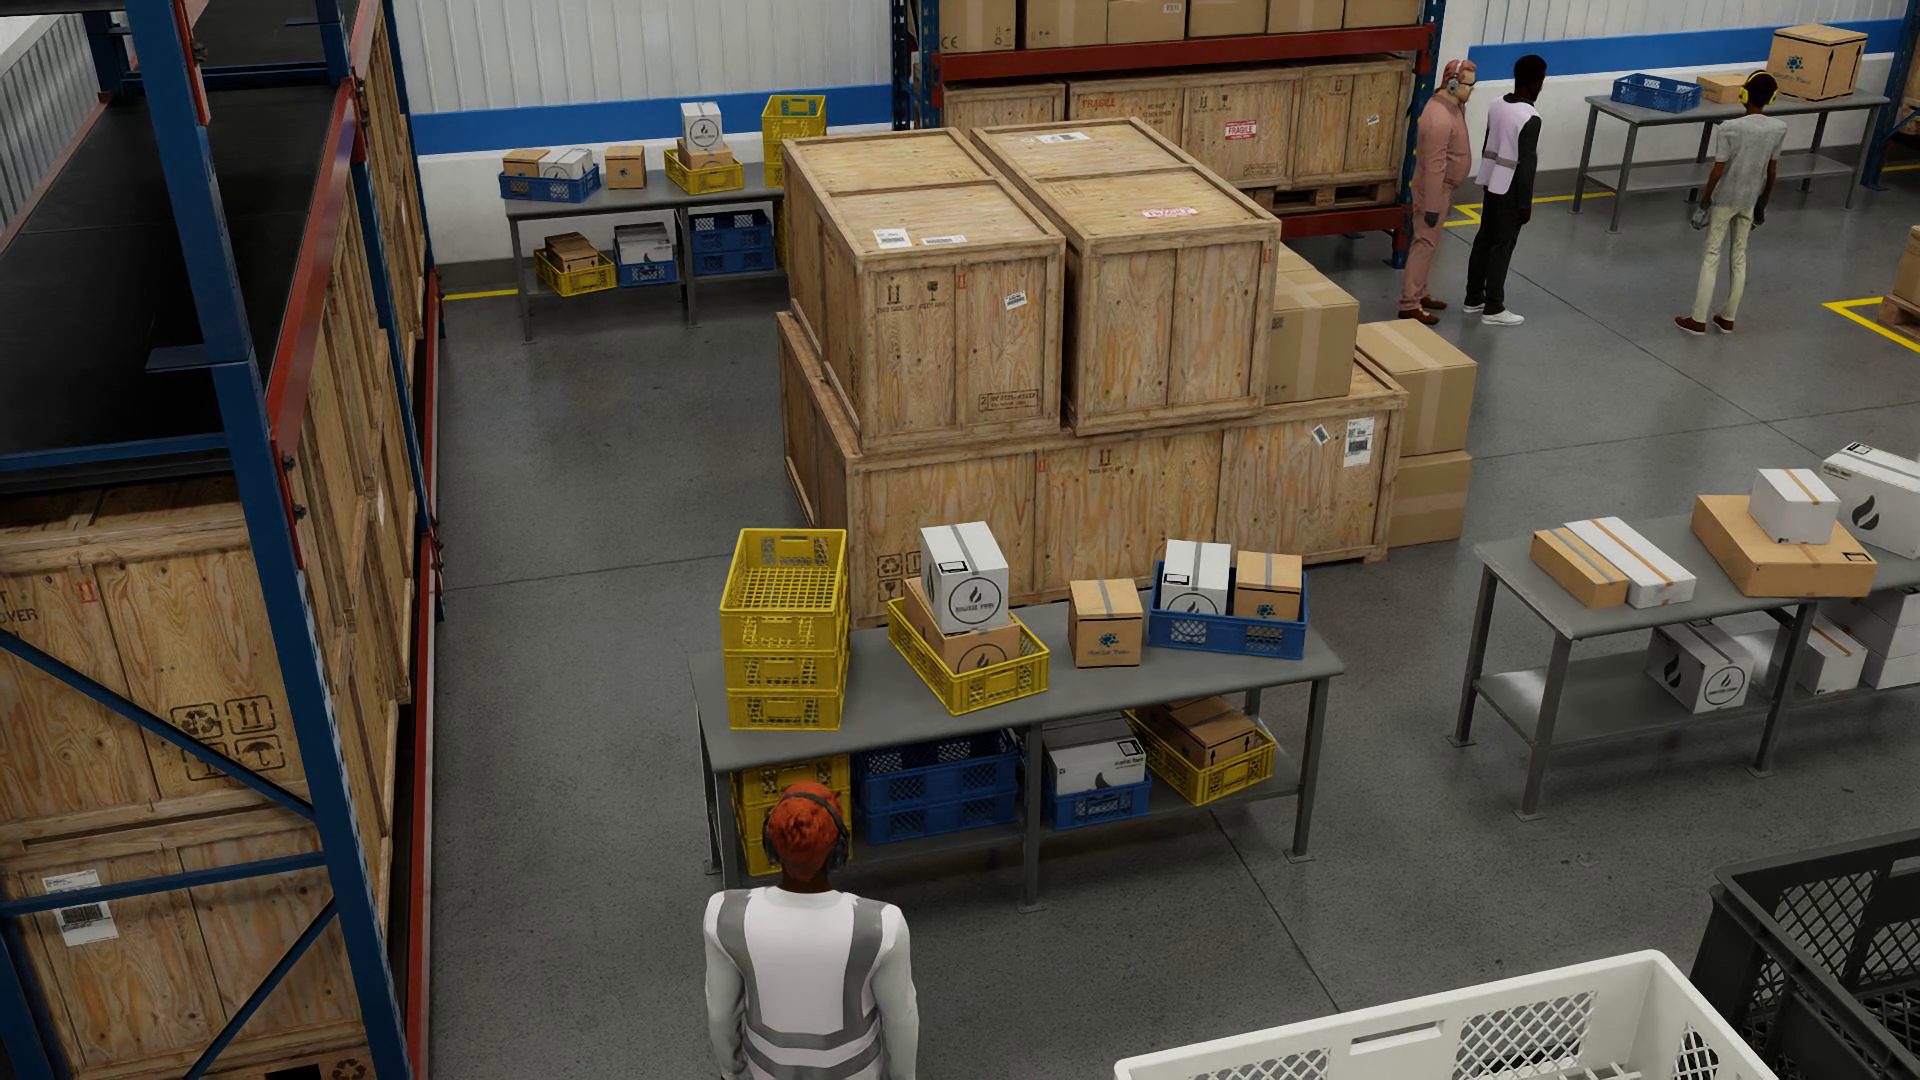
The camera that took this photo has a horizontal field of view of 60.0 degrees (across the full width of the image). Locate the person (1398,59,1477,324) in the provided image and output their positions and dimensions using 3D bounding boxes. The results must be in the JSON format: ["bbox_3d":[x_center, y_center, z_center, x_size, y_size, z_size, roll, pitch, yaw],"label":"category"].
[{"bbox_3d":[3.442,-2.501,11.963,0.397,1.896,0.650,9,30,16],"label":"person"}]

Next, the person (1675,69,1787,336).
[{"bbox_3d":[5.445,-2.364,11.734,0.538,1.869,0.313,-3,29,-6],"label":"person"}]

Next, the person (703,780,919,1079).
[{"bbox_3d":[-0.406,1.491,4.722,0.585,1.882,0.337,2,29,5],"label":"person"}]

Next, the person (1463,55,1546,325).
[{"bbox_3d":[3.920,-2.509,11.951,0.392,1.916,0.589,-7,30,-12],"label":"person"}]
